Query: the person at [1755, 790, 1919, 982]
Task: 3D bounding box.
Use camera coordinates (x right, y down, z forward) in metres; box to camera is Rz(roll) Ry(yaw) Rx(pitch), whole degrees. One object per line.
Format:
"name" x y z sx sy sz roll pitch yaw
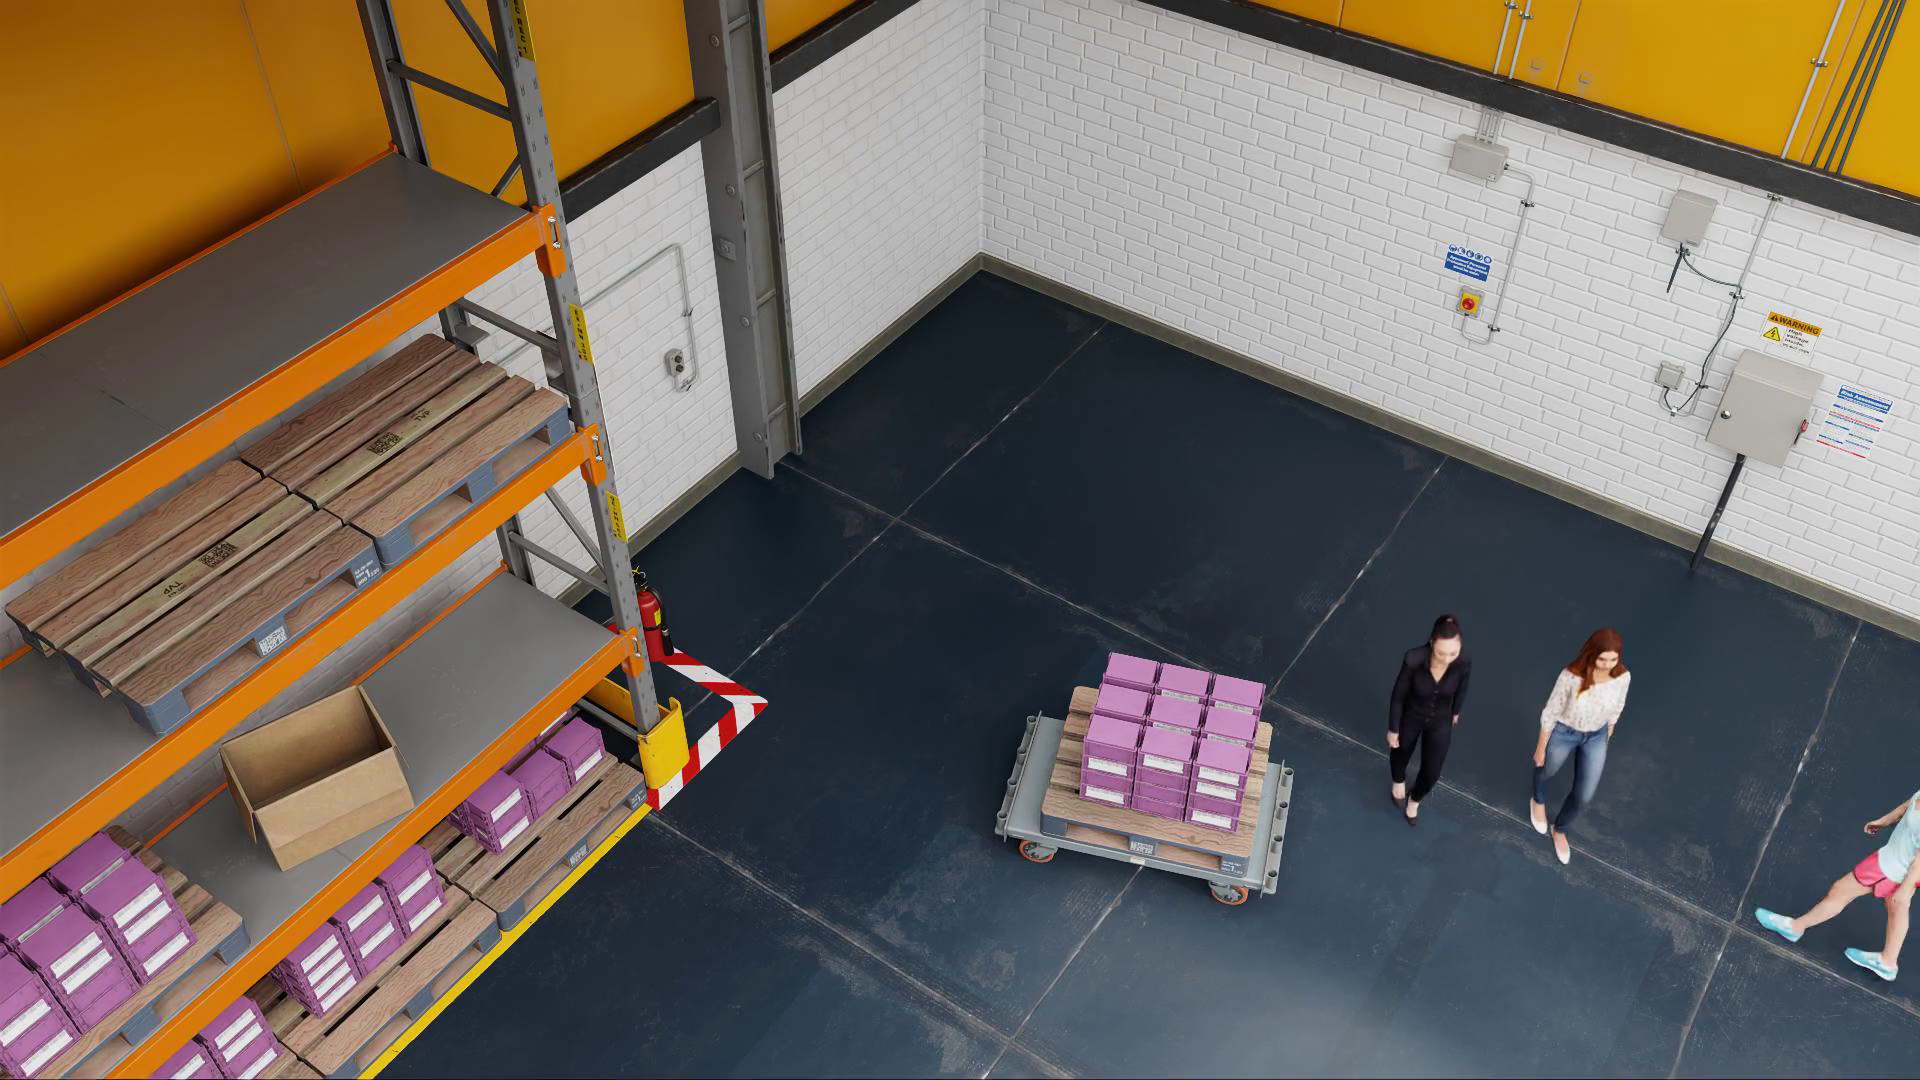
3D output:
"person" 5.076 1.756 8.814 0.682 1.734 0.936 28 50 26

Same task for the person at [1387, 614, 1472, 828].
"person" 2.664 0.983 9.657 0.719 1.691 0.756 3 44 3

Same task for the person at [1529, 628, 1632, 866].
"person" 3.515 1.060 9.559 0.783 1.715 0.859 4 44 4
